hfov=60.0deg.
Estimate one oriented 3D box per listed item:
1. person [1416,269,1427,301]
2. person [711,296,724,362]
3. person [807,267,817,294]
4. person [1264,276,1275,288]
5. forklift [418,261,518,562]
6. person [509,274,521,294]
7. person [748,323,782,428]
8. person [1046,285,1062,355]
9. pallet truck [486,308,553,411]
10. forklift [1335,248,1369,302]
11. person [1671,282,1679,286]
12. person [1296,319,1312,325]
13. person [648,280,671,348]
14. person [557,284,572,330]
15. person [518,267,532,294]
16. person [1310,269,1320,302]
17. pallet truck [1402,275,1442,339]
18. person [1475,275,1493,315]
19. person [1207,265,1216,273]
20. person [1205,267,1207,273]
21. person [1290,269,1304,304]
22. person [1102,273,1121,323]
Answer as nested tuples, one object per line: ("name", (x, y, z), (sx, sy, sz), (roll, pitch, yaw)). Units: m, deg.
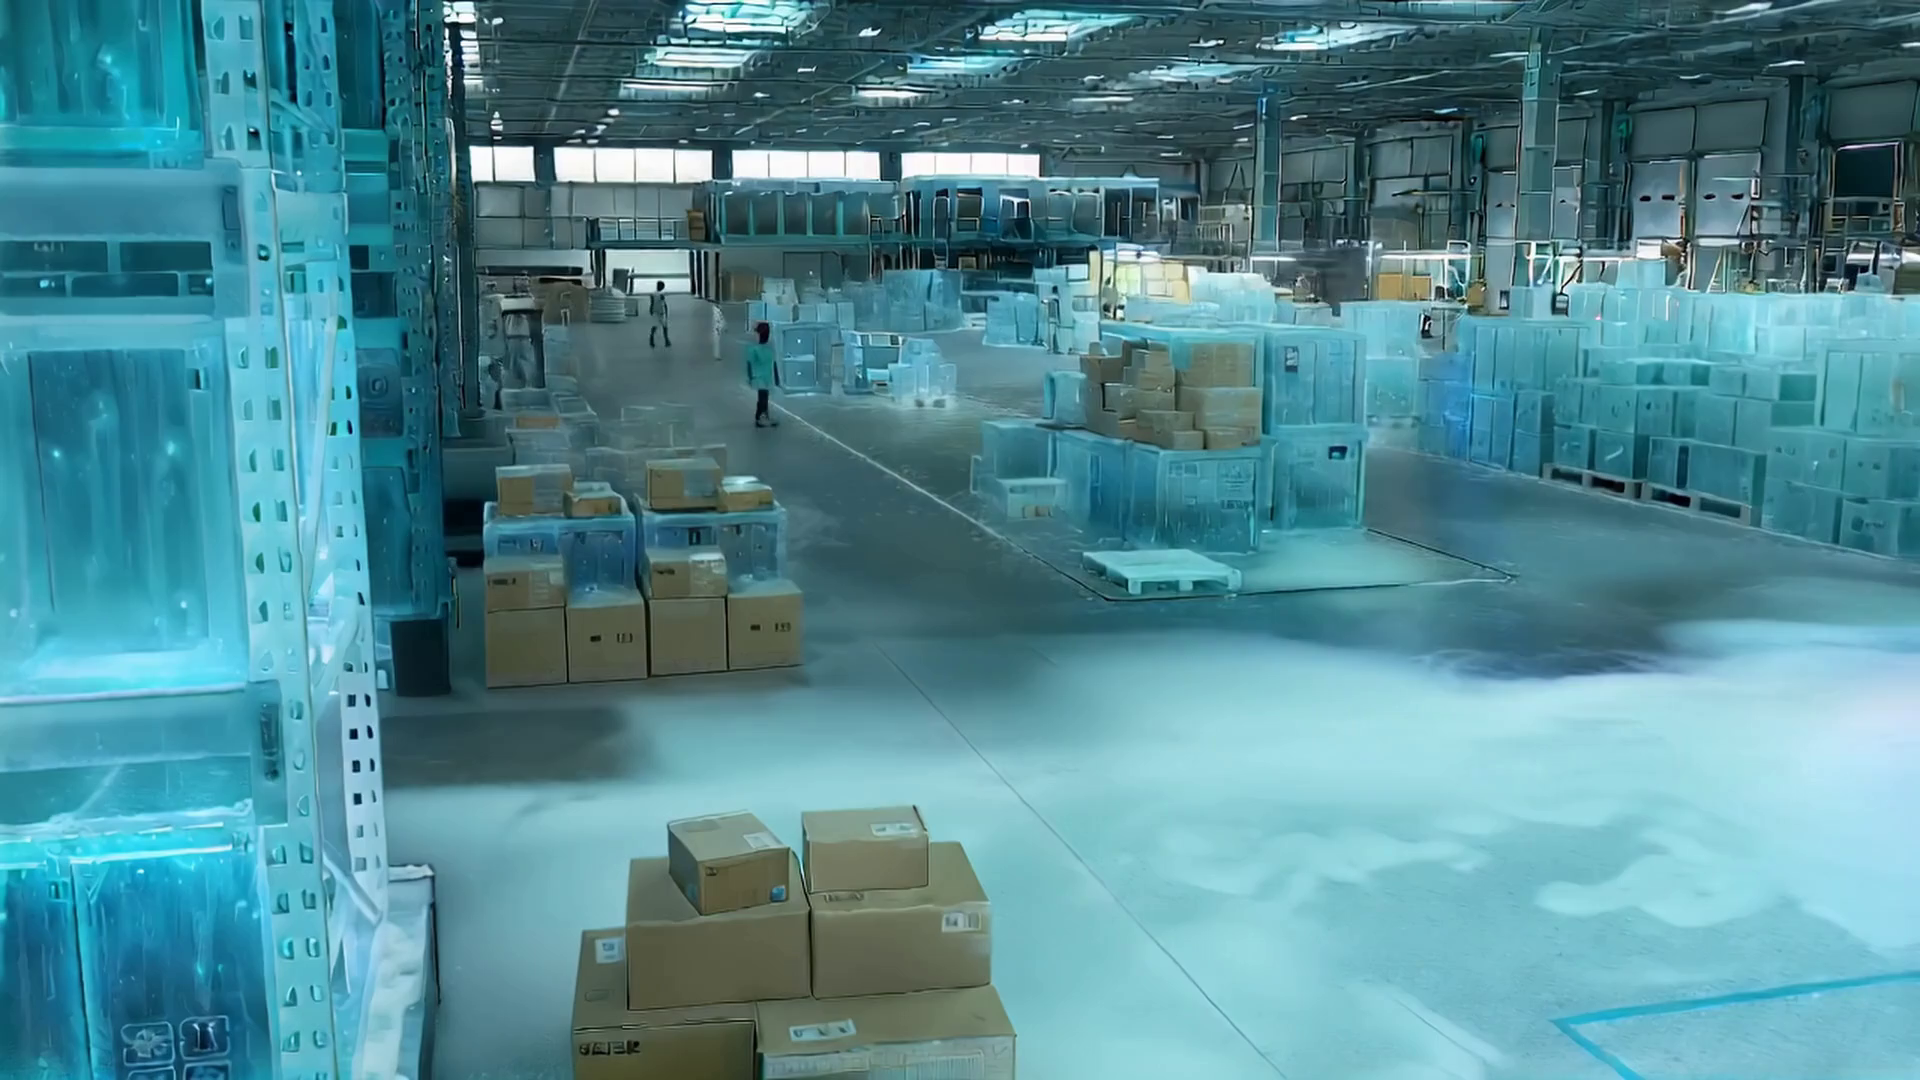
("person", (21.281, -11.613, 76.856), (0.567, 1.841, 0.753), (-4, 11, -20))
("person", (-6.037, -5.235, 41.363), (0.315, 1.629, 0.508), (-1, 10, -6))
("person", (-6.545, -11.026, 73.264), (0.342, 1.942, 0.552), (-9, 13, -41))
("person", (10.657, -8.277, 57.991), (0.607, 1.833, 0.969), (-5, 11, -26))
("forklift", (-4.978, -1.202, 14.982), (1.873, 2.768, 1.129), (-3, 10, -15))
("person", (-18.657, -10.288, 69.784), (0.504, 1.699, 0.901), (-3, 11, -18))
("person", (-3.021, -2.584, 26.227), (0.819, 1.655, 0.553), (9, 13, 42))
("person", (2.483, -5.828, 44.078), (0.318, 1.858, 0.527), (-9, 13, -41))
("pallet truck", (-6.242, -2.418, 24.362), (0.823, 1.965, 1.885), (1, 10, 3))
("forklift", (9.103, -5.403, 38.769), (1.873, 2.768, 1.129), (-3, 10, -15))
("person", (21.346, -6.809, 49.749), (0.631, 1.819, 0.804), (3, 11, 19))
("person", (4.369, -1.764, 20.751), (0.606, 1.973, 0.845), (-6, 12, -30))
("person", (-8.597, -6.442, 47.361), (0.604, 1.931, 0.928), (3, 11, 18))
("person", (-13.503, -7.954, 56.805), (0.504, 1.612, 0.620), (-3, 10, -17))
("person", (-18.581, -10.672, 71.149), (0.613, 1.977, 0.451), (0, 10, 0))
("person", (17.722, -12.745, 83.105), (0.392, 1.911, 0.584), (-8, 13, -37))
("pallet truck", (14.620, -7.324, 52.145), (0.823, 1.965, 1.885), (8, 13, 40))
("person", (17.676, -7.961, 56.063), (0.598, 1.889, 0.912), (1, 10, 6))
("person", (14.396, -14.888, 95.418), (0.624, 1.844, 0.430), (-10, 14, -44))
("person", (11.360, -11.689, 77.126), (0.397, 1.913, 0.591), (9, 14, 42))
("person", (14.292, -10.571, 70.749), (0.517, 1.926, 0.614), (-7, 12, -36))
("person", (5.195, -8.211, 57.047), (0.685, 2.000, 0.886), (3, 11, 18))
